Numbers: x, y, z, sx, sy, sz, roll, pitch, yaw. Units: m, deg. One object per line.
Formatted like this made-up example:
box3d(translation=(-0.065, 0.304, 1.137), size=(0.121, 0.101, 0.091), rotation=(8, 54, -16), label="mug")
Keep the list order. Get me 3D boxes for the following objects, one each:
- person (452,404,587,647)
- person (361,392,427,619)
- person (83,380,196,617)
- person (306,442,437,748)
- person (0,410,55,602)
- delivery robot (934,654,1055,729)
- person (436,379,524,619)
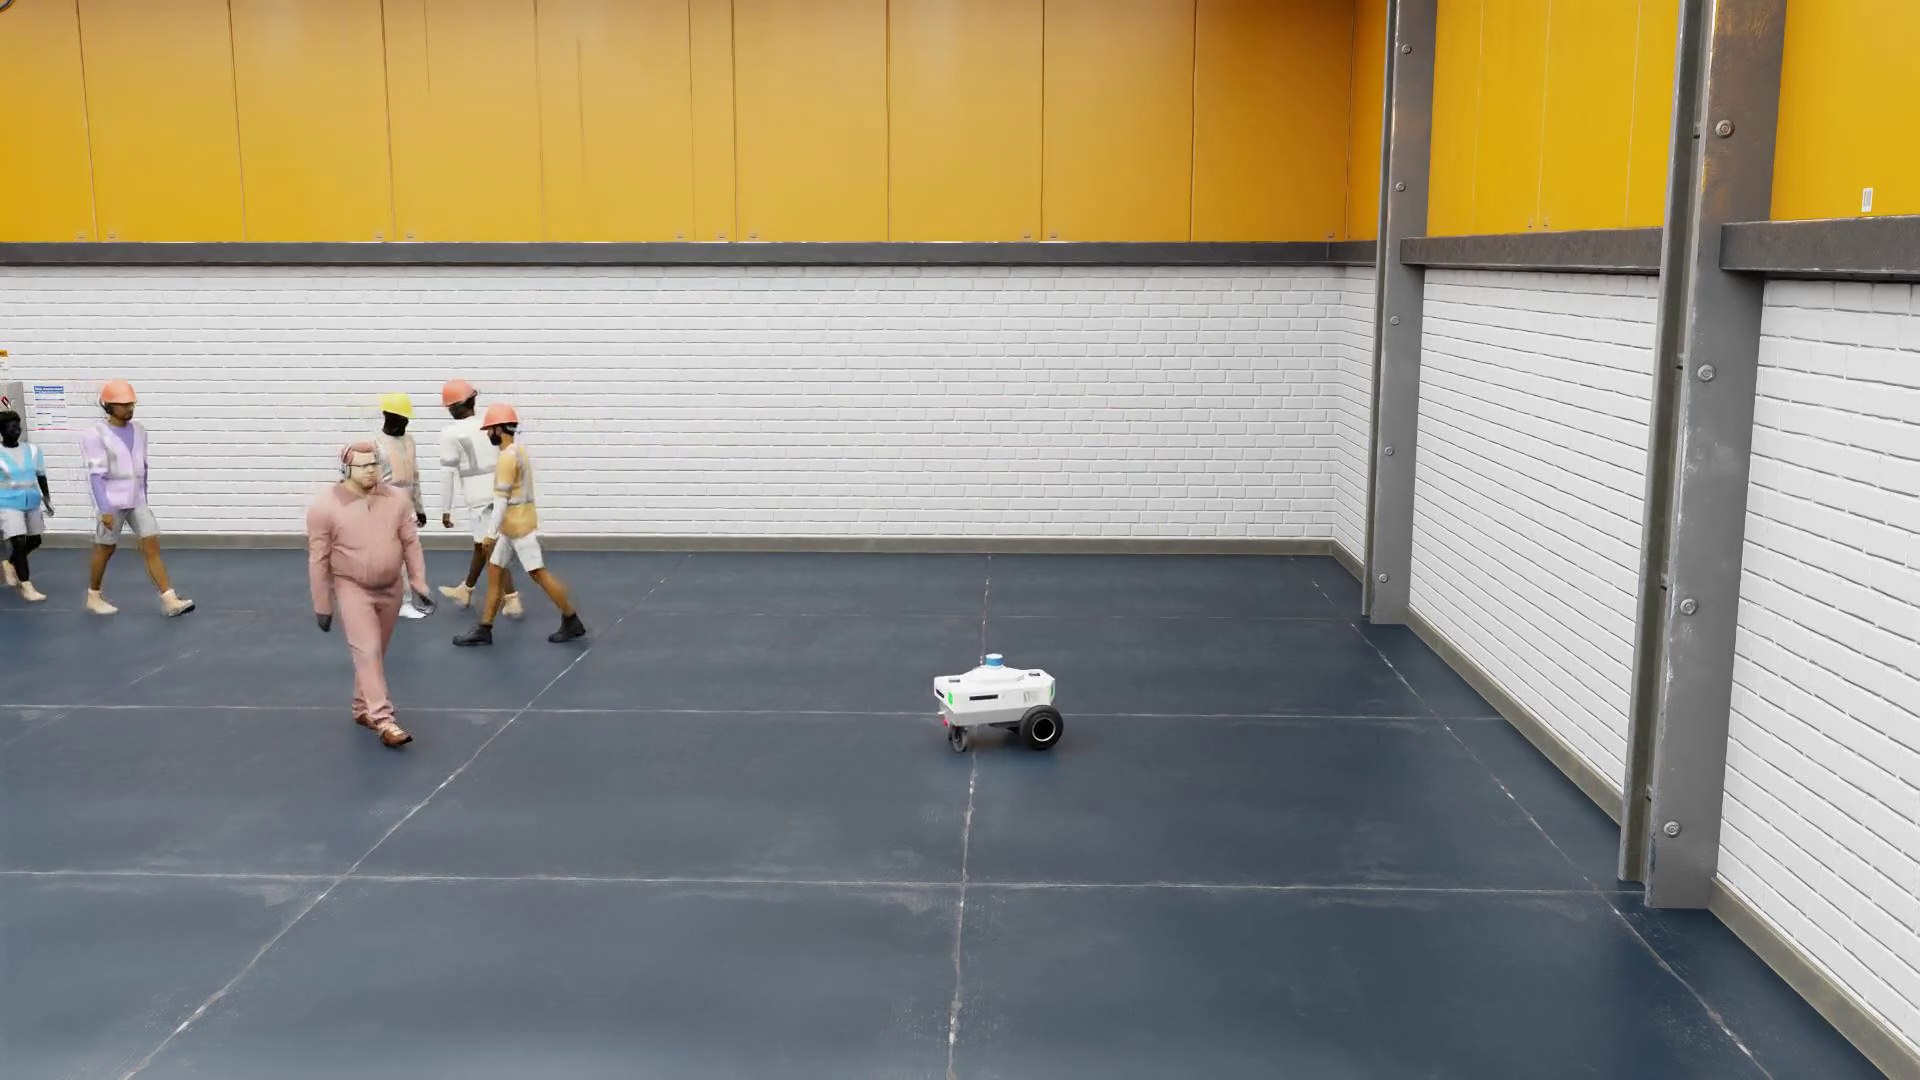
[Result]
box3d(translation=(-3.381, -0.110, 12.777), size=(1.009, 1.880, 0.542), rotation=(-2, 10, -13), label="person")
box3d(translation=(-4.721, -0.274, 13.683), size=(0.610, 1.894, 0.635), rotation=(4, 10, 20), label="person")
box3d(translation=(-6.883, -0.327, 13.723), size=(1.068, 1.983, 0.633), rotation=(4, 10, 22), label="person")
box3d(translation=(-3.619, 0.324, 10.291), size=(0.764, 1.885, 0.661), rotation=(8, 13, 39), label="person")
box3d(translation=(-8.280, -0.311, 14.531), size=(0.709, 1.673, 0.543), rotation=(5, 11, 29), label="person")
box3d(translation=(0.208, 0.943, 10.186), size=(0.707, 0.478, 0.477), rotation=(-3, 10, -17), label="delivery robot")
box3d(translation=(-4.023, -0.342, 13.812), size=(1.005, 1.976, 0.627), rotation=(6, 12, 33), label="person")
